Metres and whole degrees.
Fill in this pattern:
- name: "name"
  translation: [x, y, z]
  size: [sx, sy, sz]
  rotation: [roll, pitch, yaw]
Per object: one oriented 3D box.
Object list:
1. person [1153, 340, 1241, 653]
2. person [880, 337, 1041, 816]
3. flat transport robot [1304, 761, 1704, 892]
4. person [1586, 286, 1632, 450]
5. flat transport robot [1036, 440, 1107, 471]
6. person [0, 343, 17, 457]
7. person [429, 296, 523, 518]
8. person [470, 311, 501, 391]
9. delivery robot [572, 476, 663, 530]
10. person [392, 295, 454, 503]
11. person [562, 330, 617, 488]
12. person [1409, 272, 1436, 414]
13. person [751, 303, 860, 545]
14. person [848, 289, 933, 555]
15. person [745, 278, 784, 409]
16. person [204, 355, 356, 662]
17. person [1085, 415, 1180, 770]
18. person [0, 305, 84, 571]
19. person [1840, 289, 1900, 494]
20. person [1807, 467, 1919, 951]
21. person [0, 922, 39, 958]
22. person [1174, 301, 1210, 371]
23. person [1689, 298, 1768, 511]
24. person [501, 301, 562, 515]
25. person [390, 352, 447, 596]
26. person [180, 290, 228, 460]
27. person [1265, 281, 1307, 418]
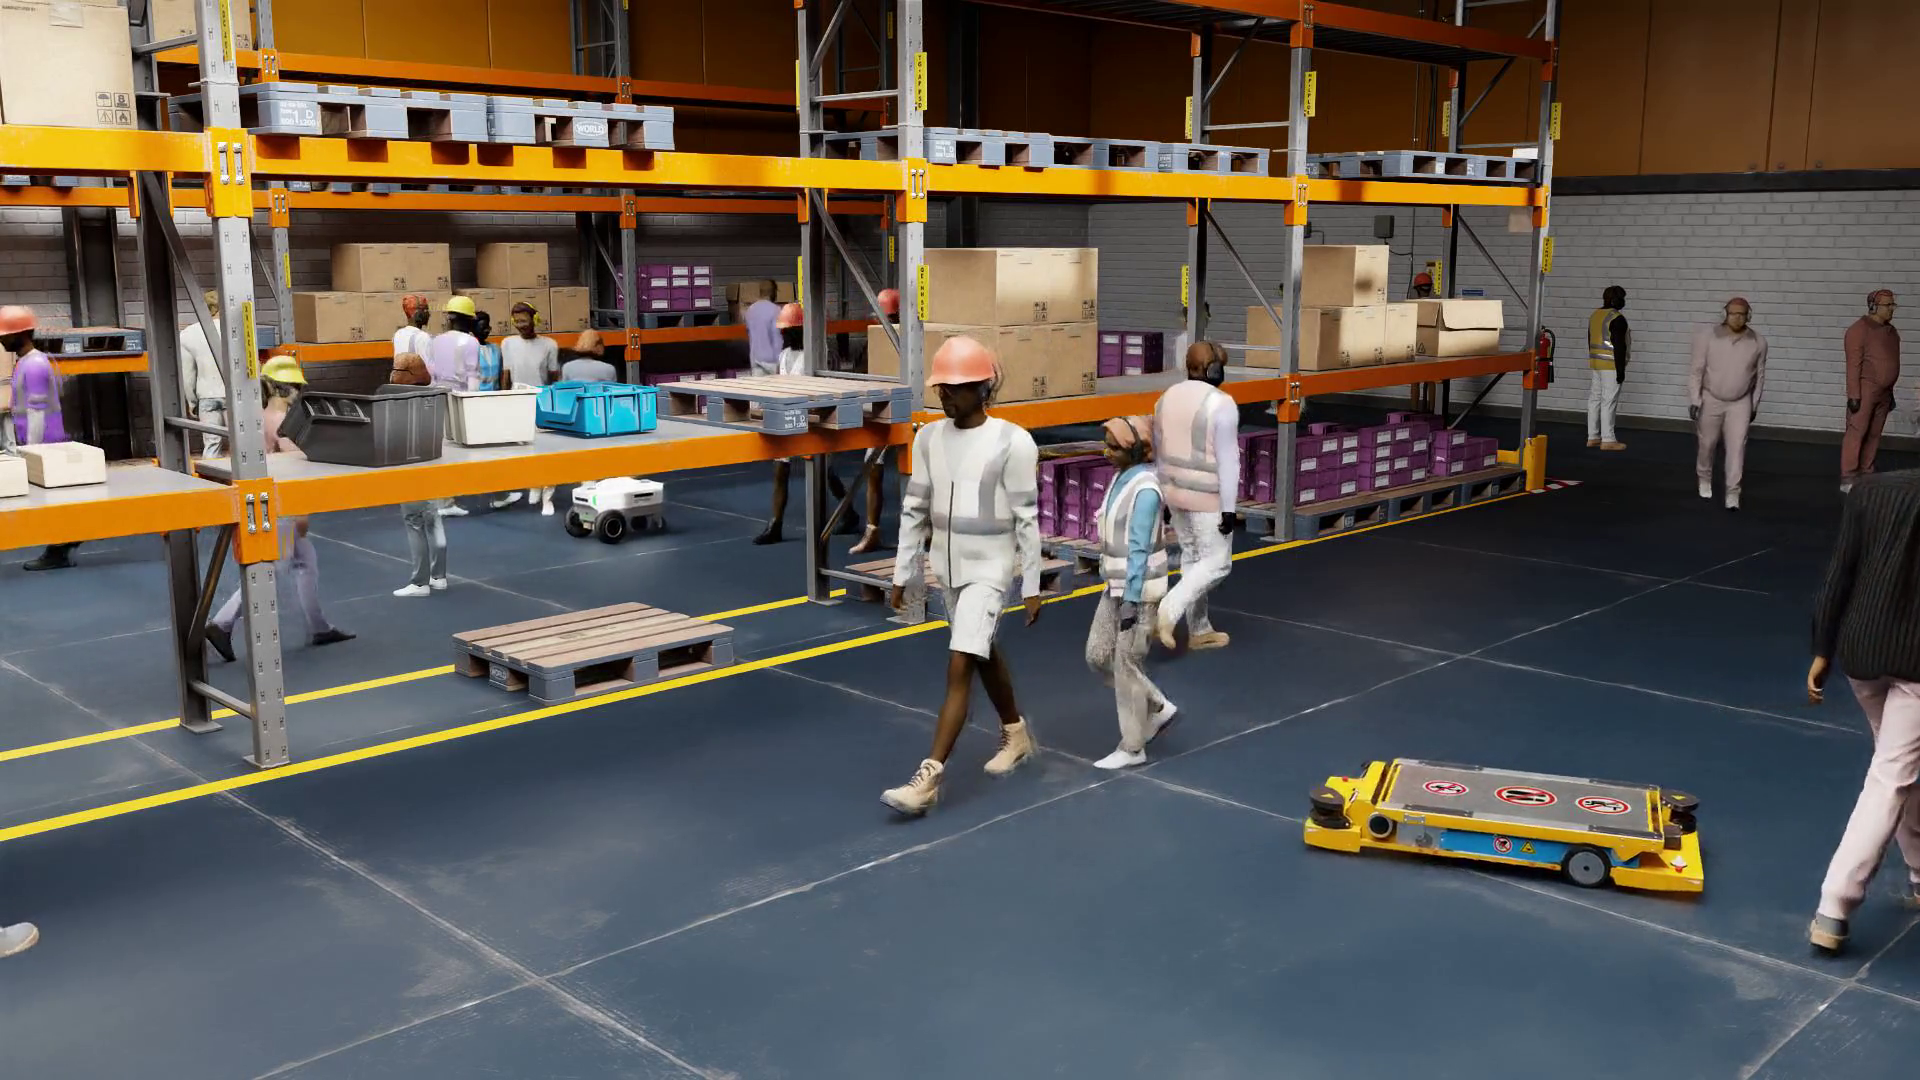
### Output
- name: "person"
  translation: [1.317, -0.228, 9.472]
  size: [0.624, 1.820, 0.635]
  rotation: [-6, 12, -31]
- name: "person"
  translation: [0.010, 0.130, 7.090]
  size: [0.634, 1.983, 1.073]
  rotation: [9, 13, 39]
- name: "flat transport robot"
  translation: [2.127, 1.089, 6.532]
  size: [1.431, 0.197, 0.652]
  rotation: [4, 11, 20]
- name: "person"
  translation: [7.334, -1.942, 18.781]
  size: [0.429, 1.844, 0.625]
  rotation: [-2, 11, -9]
- name: "flat transport robot"
  translation: [1.241, -0.869, 17.214]
  size: [1.431, 0.197, 0.652]
  rotation: [-8, 13, -37]
- name: "person"
  translation: [-8.200, -1.119, 14.059]
  size: [0.368, 1.926, 0.587]
  rotation: [1, 10, 6]
- name: "person"
  translation: [-4.238, -1.154, 14.371]
  size: [0.608, 1.875, 0.941]
  rotation: [6, 12, 30]
- name: "person"
  translation: [-4.541, -1.322, 15.789]
  size: [0.322, 1.696, 0.536]
  rotation: [6, 12, 31]
- name: "delivery robot"
  translation: [-2.720, -0.333, 13.260]
  size: [0.477, 0.478, 0.707]
  rotation: [10, 14, 42]
- name: "person"
  translation: [-4.797, -1.228, 14.773]
  size: [0.581, 1.882, 0.350]
  rotation: [10, 14, 42]
- name: "person"
  translation: [-3.148, -1.016, 14.405]
  size: [0.516, 1.592, 0.778]
  rotation: [3, 11, 16]
- name: "person"
  translation: [5.915, -2.451, 21.305]
  size: [0.543, 1.933, 0.364]
  rotation: [-2, 11, -13]
- name: "person"
  translation: [-1.190, -0.927, 13.139]
  size: [1.006, 1.891, 0.567]
  rotation: [-10, 14, -44]
- name: "person"
  translation: [-0.437, -0.911, 12.735]
  size: [0.617, 2.017, 0.944]
  rotation: [9, 14, 42]
- name: "person"
  translation: [-2.162, -2.081, 19.345]
  size: [0.657, 1.909, 0.790]
  rotation: [9, 14, 41]
- name: "person"
  translation: [-3.957, -0.188, 9.533]
  size: [0.840, 1.733, 0.530]
  rotation: [-9, 14, -41]
- name: "person"
  translation: [0.772, 0.240, 7.484]
  size: [0.394, 1.620, 0.516]
  rotation: [-3, 11, -14]
- name: "person"
  translation: [-6.619, -0.709, 11.854]
  size: [0.419, 1.913, 0.575]
  rotation: [-7, 12, -32]
- name: "person"
  translation: [8.476, -1.363, 15.443]
  size: [0.643, 1.909, 0.410]
  rotation: [-6, 12, -30]
- name: "person"
  translation: [3.263, 0.418, 5.667]
  size: [1.005, 1.922, 0.637]
  rotation: [-7, 13, -34]
- name: "person"
  translation: [-3.473, 0.481, 5.221]
  size: [0.622, 1.972, 0.823]
  rotation: [8, 13, 36]
- name: "person"
  translation: [2.132, -1.245, 15.009]
  size: [0.808, 1.832, 0.552]
  rotation: [-6, 12, -28]
- name: "person"
  translation: [6.868, -1.244, 14.940]
  size: [0.637, 1.867, 0.988]
  rotation: [3, 11, 18]
- name: "person"
  translation: [-3.669, -1.138, 14.370]
  size: [0.624, 1.848, 0.462]
  rotation: [-1, 10, -3]
- name: "person"
  translation: [-3.648, -0.439, 11.141]
  size: [0.272, 1.636, 0.507]
  rotation: [3, 11, 15]
- name: "person"
  translation: [-6.468, -1.218, 14.583]
  size: [0.627, 1.933, 0.371]
  rotation: [-2, 11, -10]
- name: "person"
  translation: [4.373, -2.539, 22.085]
  size: [0.525, 1.835, 0.921]
  rotation: [-3, 11, -18]
